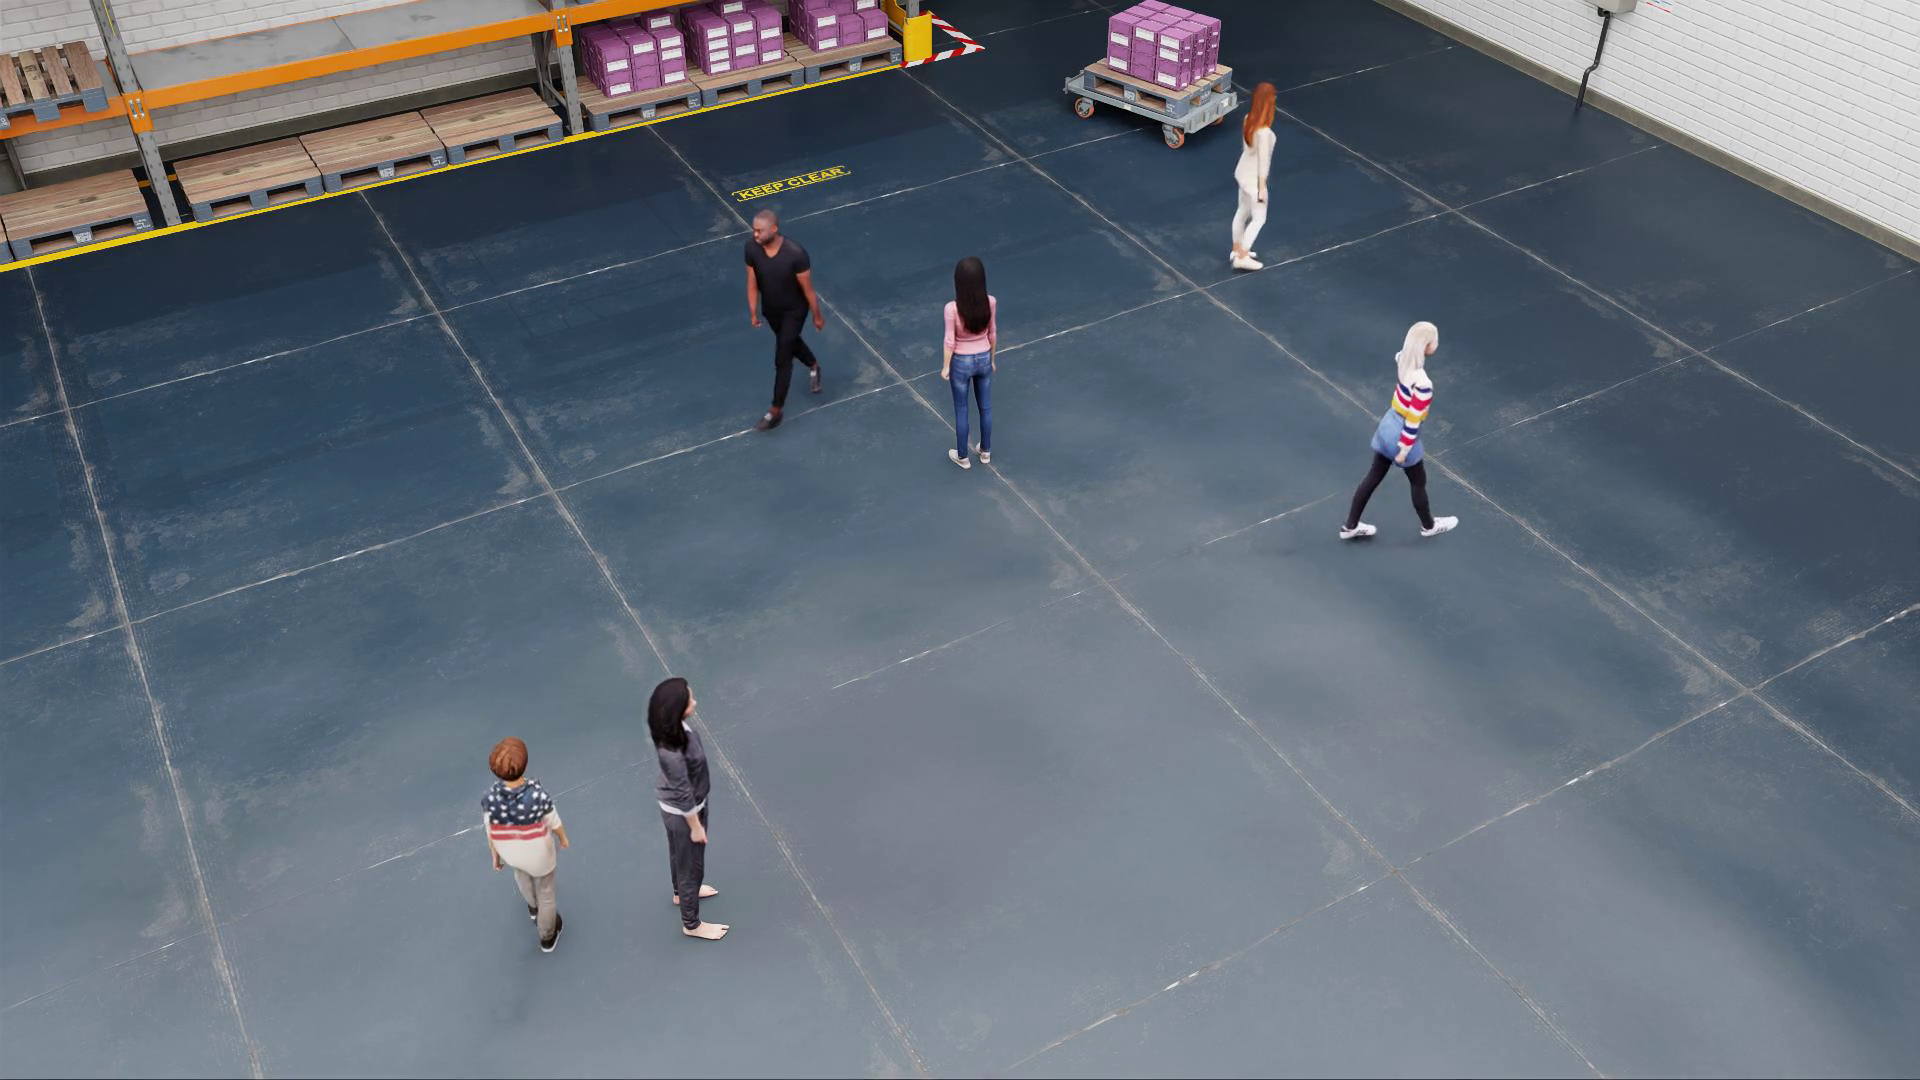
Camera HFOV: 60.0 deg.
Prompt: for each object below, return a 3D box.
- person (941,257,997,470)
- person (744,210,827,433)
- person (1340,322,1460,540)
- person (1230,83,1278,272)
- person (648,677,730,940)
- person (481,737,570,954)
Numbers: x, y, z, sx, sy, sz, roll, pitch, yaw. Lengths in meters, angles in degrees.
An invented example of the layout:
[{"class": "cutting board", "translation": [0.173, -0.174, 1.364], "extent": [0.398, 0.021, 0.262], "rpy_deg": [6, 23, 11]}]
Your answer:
[{"class": "person", "translation": [0.078, -1.304, 12.245], "extent": [0.494, 1.742, 0.664], "rpy_deg": [-13, 41, -16]}, {"class": "person", "translation": [-1.291, -1.778, 12.824], "extent": [1.147, 1.761, 1.338], "rpy_deg": [14, 41, 17]}, {"class": "person", "translation": [2.949, -0.710, 11.479], "extent": [1.141, 1.769, 0.878], "rpy_deg": [-7, 39, -9]}, {"class": "person", "translation": [2.548, -3.171, 14.615], "extent": [0.630, 1.703, 0.680], "rpy_deg": [-8, 39, -10]}, {"class": "person", "translation": [-1.473, 1.406, 8.835], "extent": [0.582, 1.764, 0.642], "rpy_deg": [-11, 40, -14]}, {"class": "person", "translation": [-2.306, 1.659, 8.789], "extent": [0.731, 1.424, 0.760], "rpy_deg": [0, 39, 0]}]
